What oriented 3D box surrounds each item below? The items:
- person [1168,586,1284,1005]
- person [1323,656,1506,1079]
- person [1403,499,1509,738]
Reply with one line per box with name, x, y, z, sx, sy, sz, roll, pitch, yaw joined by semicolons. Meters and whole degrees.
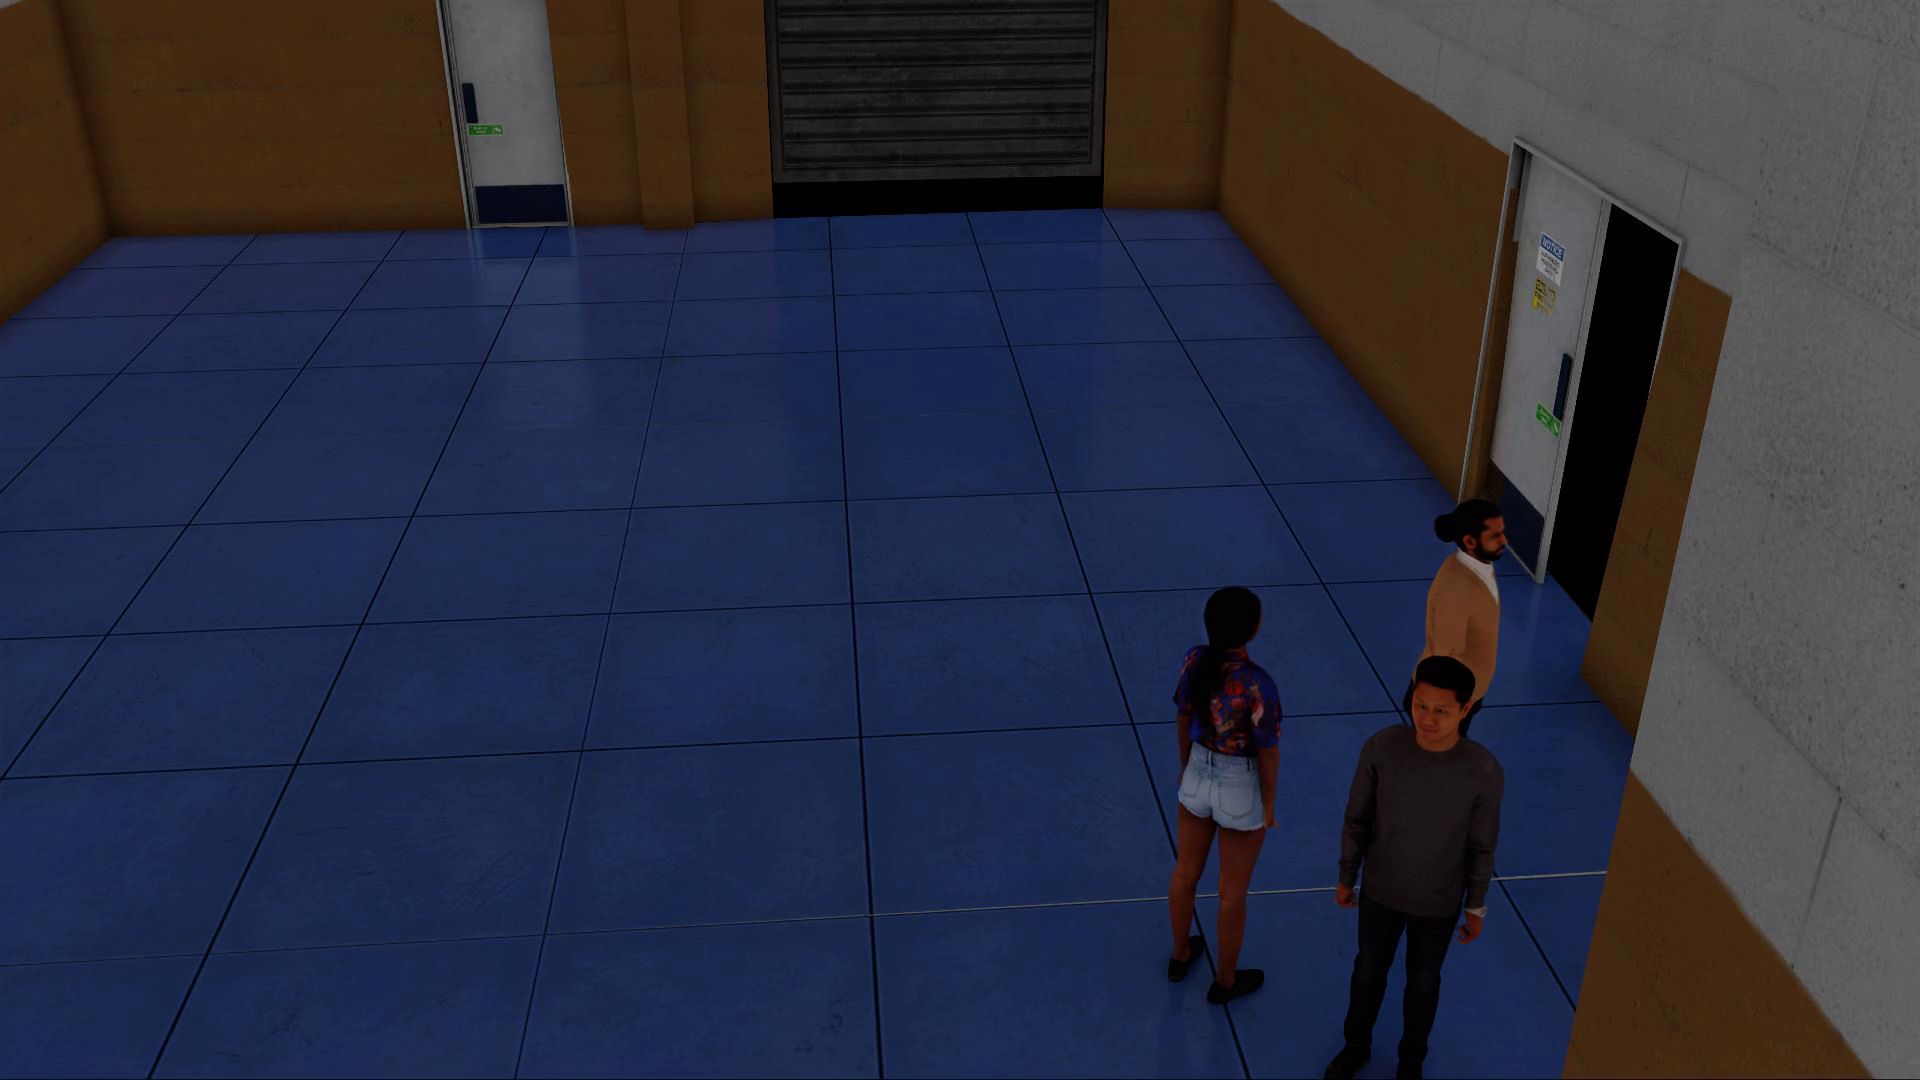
person;0.966;0.936;6.151;0.667;1.743;0.716;23;35;37
person;1.547;1.175;5.653;0.647;1.767;0.782;-9;28;-17
person;1.971;0.633;6.730;0.770;1.754;0.756;12;29;23
